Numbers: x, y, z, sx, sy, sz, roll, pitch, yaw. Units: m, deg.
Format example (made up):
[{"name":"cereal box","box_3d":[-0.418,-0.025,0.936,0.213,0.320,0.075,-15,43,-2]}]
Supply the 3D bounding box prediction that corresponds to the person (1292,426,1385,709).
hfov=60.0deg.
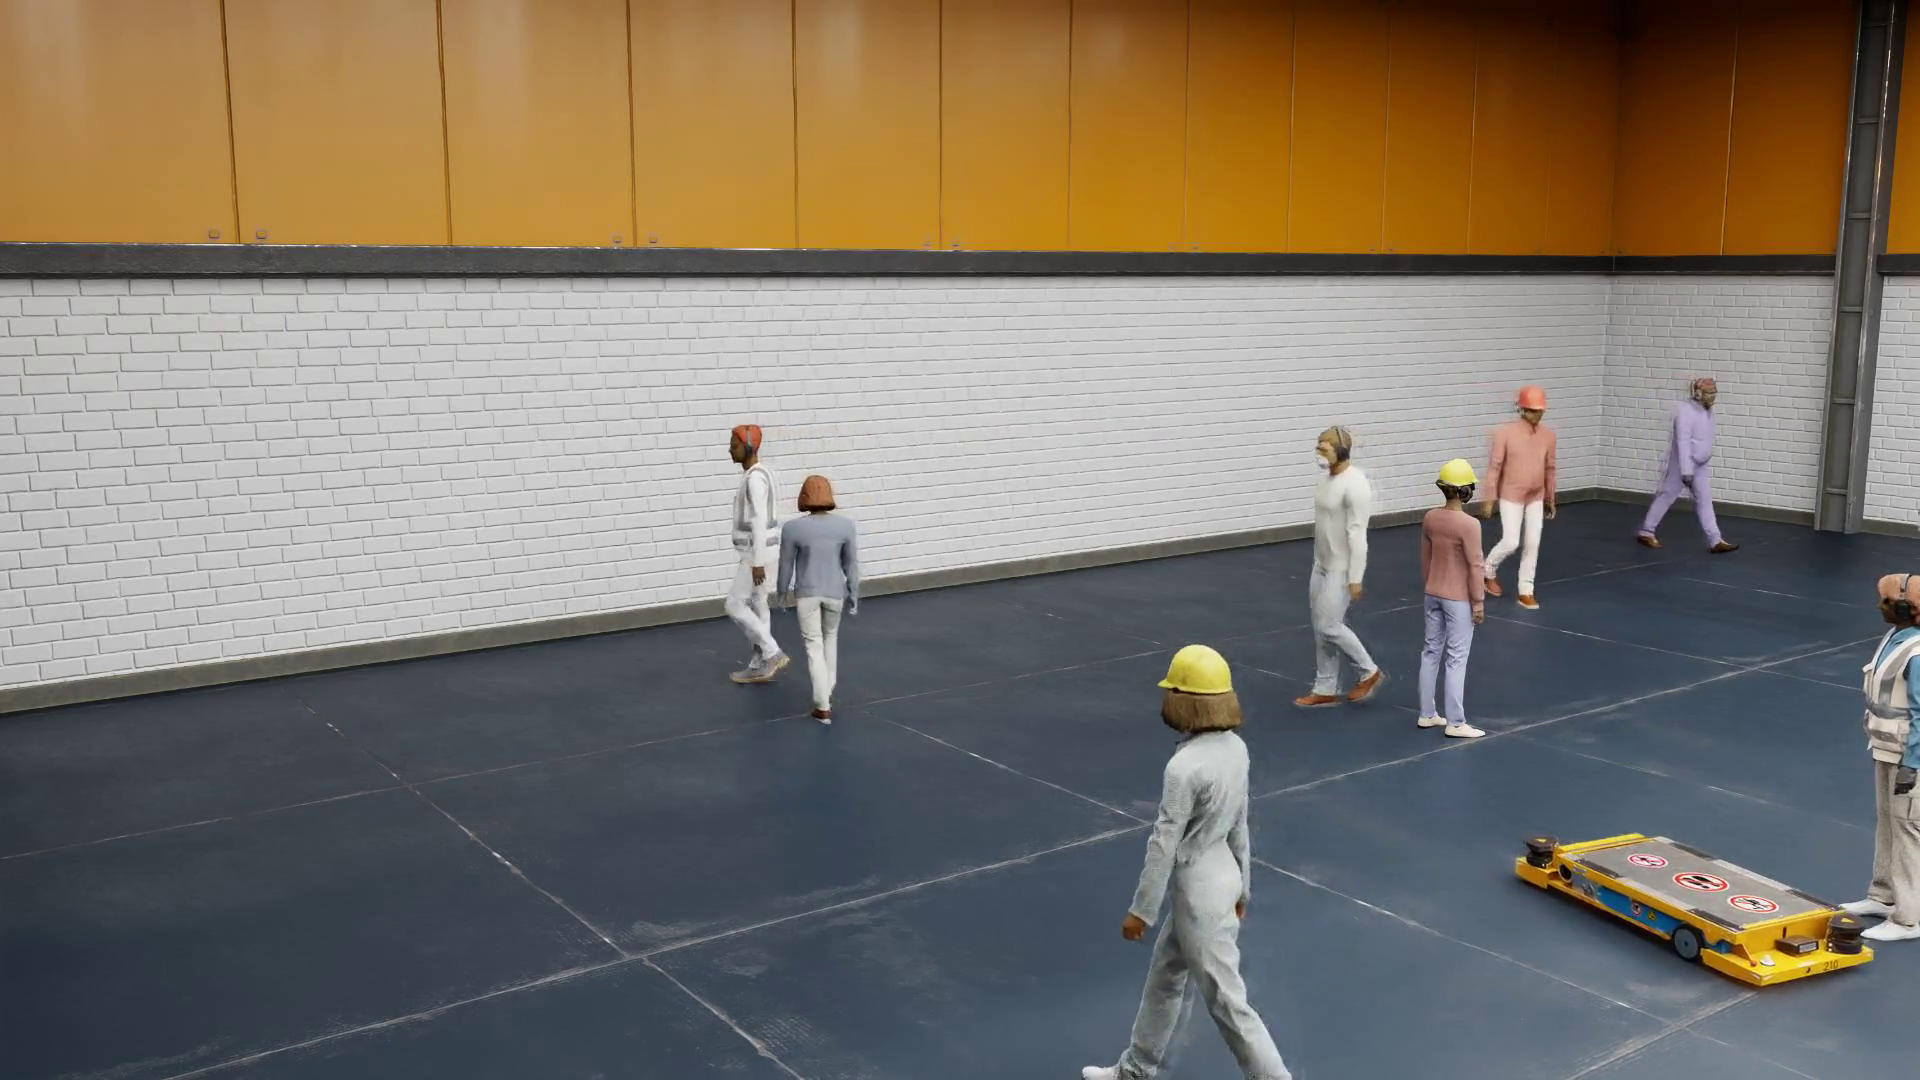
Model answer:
[{"name":"person","box_3d":[2.549,0.198,11.124,0.507,1.926,0.644,-2,9,-10]}]

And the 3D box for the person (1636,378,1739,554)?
[{"name":"person","box_3d":[7.636,-0.777,17.420,0.673,1.849,1.065,-7,11,-36]}]

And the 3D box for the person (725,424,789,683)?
[{"name":"person","box_3d":[-1.491,0.113,11.814,0.411,1.867,0.611,-1,9,-8]}]

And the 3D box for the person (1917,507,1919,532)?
[{"name":"person","box_3d":[7.526,0.011,12.570,0.608,1.830,0.640,9,13,44]}]

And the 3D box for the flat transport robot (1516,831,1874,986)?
[{"name":"flat transport robot","box_3d":[3.267,1.608,7.510,0.652,0.197,1.431,-4,10,-23]}]

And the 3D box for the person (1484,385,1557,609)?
[{"name":"person","box_3d":[4.893,-0.386,14.584,0.667,1.968,0.624,-3,10,-16]}]

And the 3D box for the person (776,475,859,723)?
[{"name":"person","box_3d":[-0.964,0.366,11.026,0.517,1.605,0.675,-4,10,-21]}]

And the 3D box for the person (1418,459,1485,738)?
[{"name":"person","box_3d":[3.126,0.368,10.551,0.301,1.772,0.525,-4,10,-25]}]

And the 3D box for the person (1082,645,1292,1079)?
[{"name":"person","box_3d":[0.835,1.198,5.634,0.890,1.700,0.496,5,10,28]}]

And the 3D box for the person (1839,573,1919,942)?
[{"name":"person","box_3d":[4.146,0.955,7.340,0.315,1.636,0.514,3,10,15]}]
